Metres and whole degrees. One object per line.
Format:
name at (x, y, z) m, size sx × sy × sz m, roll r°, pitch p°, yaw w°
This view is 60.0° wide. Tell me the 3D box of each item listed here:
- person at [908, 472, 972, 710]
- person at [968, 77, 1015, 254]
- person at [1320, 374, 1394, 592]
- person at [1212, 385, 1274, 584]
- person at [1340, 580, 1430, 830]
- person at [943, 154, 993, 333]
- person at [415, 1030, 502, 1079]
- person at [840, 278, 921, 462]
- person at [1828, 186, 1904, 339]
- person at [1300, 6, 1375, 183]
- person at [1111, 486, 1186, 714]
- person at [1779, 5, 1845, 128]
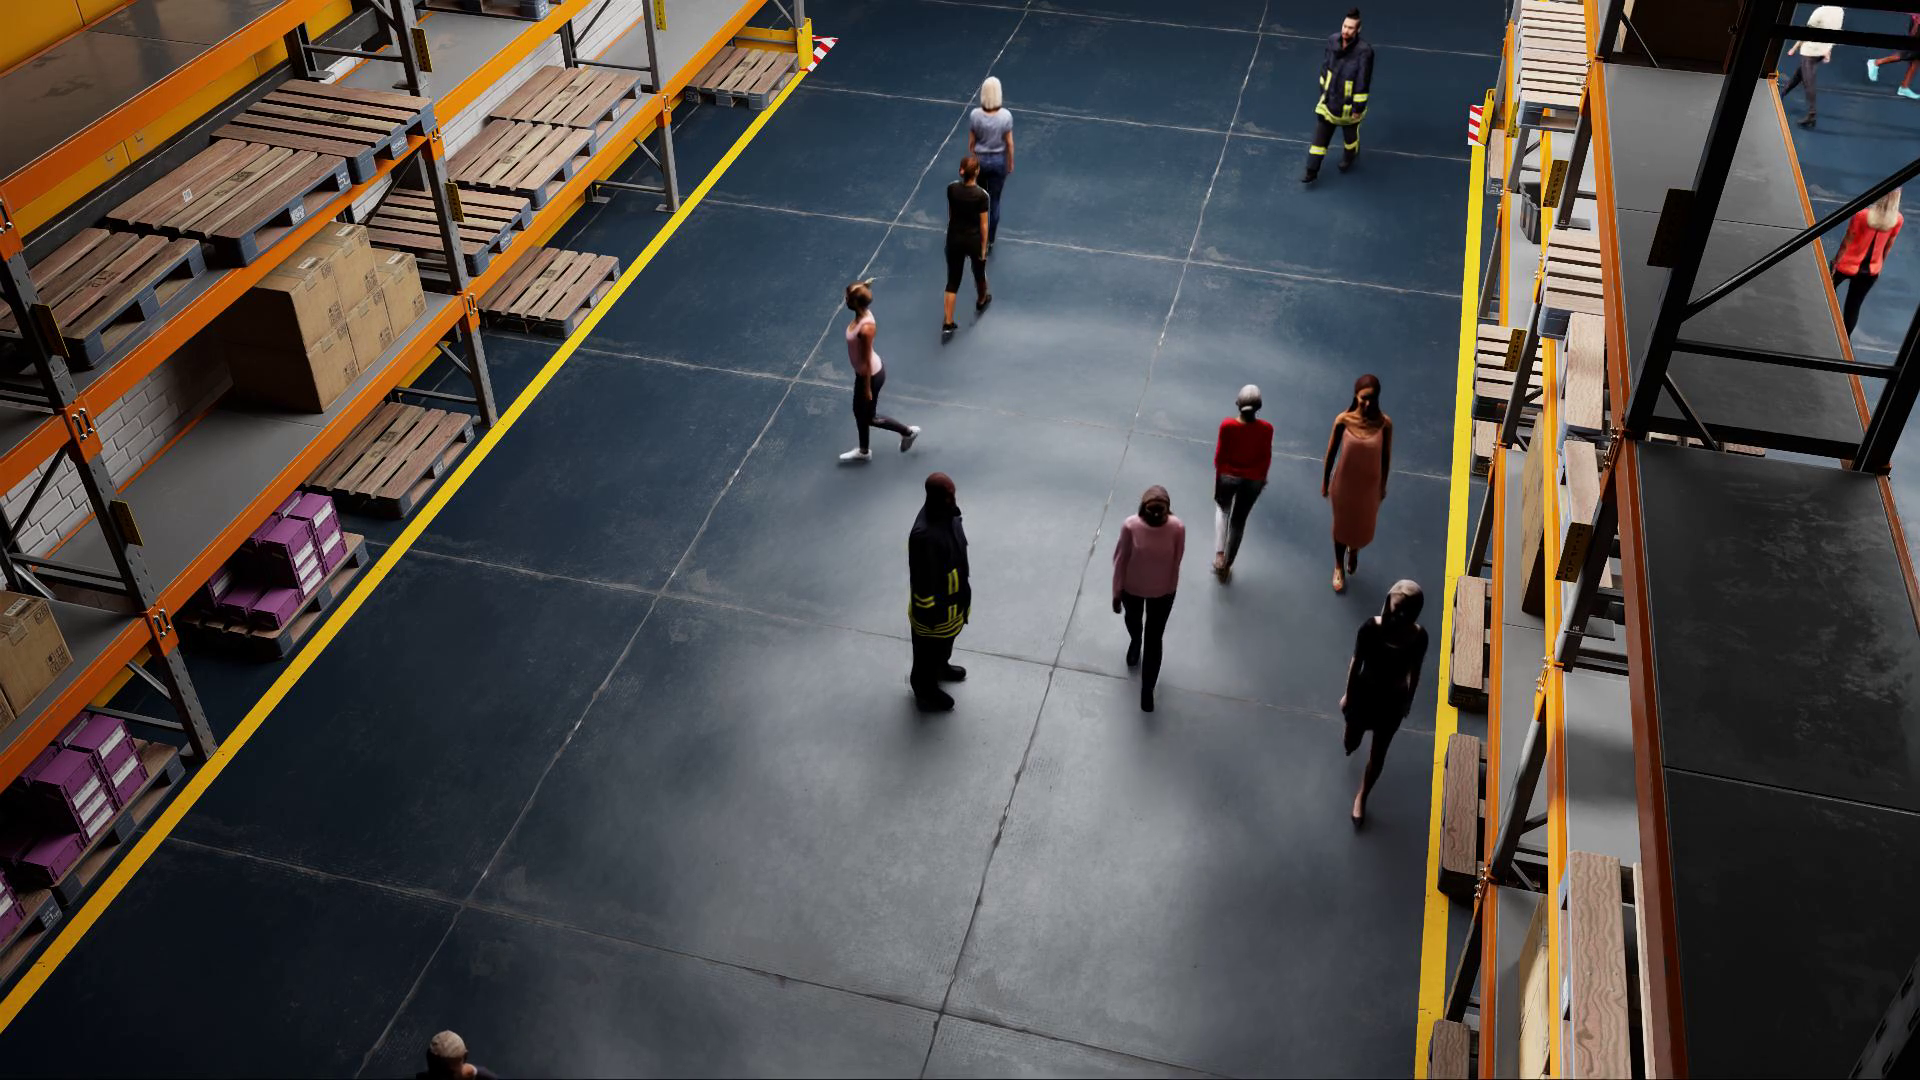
person at (-0.156, 0.294, 11.034) m, size 0.815 × 1.821 × 0.612 m, roll 12°, pitch 40°, yaw 15°
person at (0.279, -3.559, 15.957) m, size 0.700 × 1.698 × 0.930 m, roll 3°, pitch 39°, yaw 4°
person at (2.852, -0.441, 11.954) m, size 0.613 × 1.820 × 0.637 m, roll 9°, pitch 39°, yaw 11°
person at (2.005, -0.358, 11.960) m, size 0.554 × 1.683 × 0.592 m, roll 7°, pitch 39°, yaw 9°
person at (2.568, 0.931, 10.238) m, size 0.624 × 1.817 × 0.898 m, roll 7°, pitch 39°, yaw 9°
person at (0.015, -2.611, 14.821) m, size 0.689 × 1.634 × 1.120 m, roll 15°, pitch 41°, yaw 18°
person at (-2.287, 2.836, 7.948) m, size 0.775 × 1.700 × 0.994 m, roll 1°, pitch 39°, yaw 2°
person at (-0.650, -1.324, 13.207) m, size 0.853 × 1.637 × 0.917 m, roll -7°, pitch 39°, yaw -8°
person at (7.769, -2.283, 14.375) m, size 0.666 × 1.678 × 0.679 m, roll 4°, pitch 39°, yaw 5°
person at (4.003, -4.617, 17.190) m, size 1.051 × 1.813 × 1.298 m, roll 26°, pitch 45°, yaw 29°
person at (1.253, 0.266, 11.214) m, size 0.713 × 1.640 × 1.108 m, roll 5°, pitch 39°, yaw 6°
person at (9.426, -5.295, 18.252) m, size 1.002 × 1.546 × 1.085 m, roll -18°, pitch 42°, yaw -21°
